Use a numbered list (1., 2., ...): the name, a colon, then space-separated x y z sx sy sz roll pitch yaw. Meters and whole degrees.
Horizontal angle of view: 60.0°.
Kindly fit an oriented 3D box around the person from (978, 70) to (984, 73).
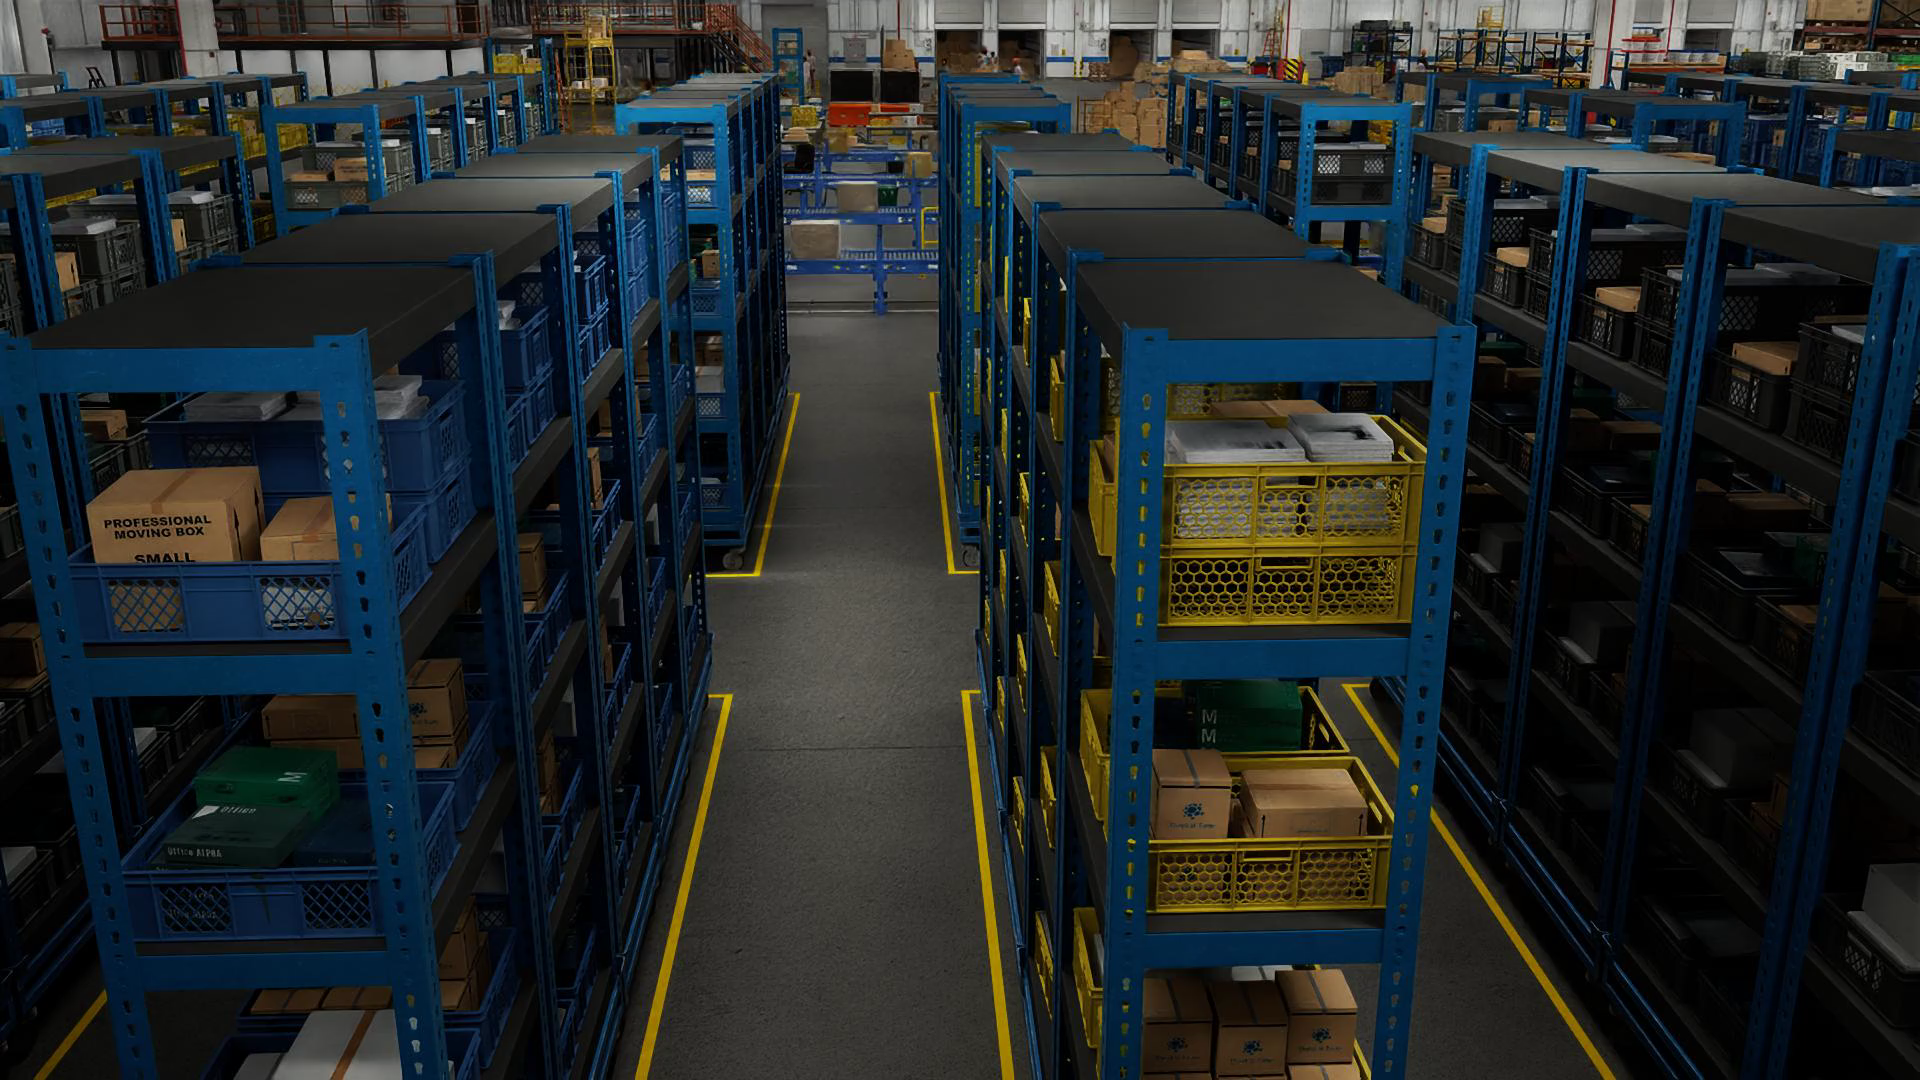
1. person: 0.855 -16.410 61.613 0.930 1.896 0.569 12 22 33

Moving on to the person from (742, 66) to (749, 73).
1. person: -8.441 -17.788 65.871 0.584 1.900 0.606 5 18 14

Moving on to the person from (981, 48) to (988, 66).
1. person: 1.300 -26.410 92.576 0.961 1.904 0.555 4 18 13

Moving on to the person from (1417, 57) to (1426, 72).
1. person: 21.785 -21.862 78.575 0.429 1.846 0.628 1 18 4

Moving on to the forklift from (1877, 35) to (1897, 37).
1. forklift: 44.184 -22.804 79.830 1.129 2.768 1.873 -1 18 -2

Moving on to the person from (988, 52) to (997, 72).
1. person: 1.839 -26.669 93.748 0.543 1.638 0.913 -6 19 -19

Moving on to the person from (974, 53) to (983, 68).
1. person: 1.077 -25.158 88.954 0.547 1.717 0.877 -16 24 -41

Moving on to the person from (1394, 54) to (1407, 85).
1. person: 22.411 -23.749 84.443 0.625 1.827 0.747 -2 18 -7

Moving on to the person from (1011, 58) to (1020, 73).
1. person: 2.433 -19.984 72.485 0.418 2.016 0.654 3 18 10

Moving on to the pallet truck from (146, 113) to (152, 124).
1. pallet truck: -18.087 -8.309 36.390 1.885 1.965 0.823 -1 18 -4

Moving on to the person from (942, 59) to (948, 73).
1. person: -0.697 -20.926 75.633 0.327 1.874 0.520 3 18 8

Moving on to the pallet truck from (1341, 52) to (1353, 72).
1. pallet truck: 18.794 -23.123 82.231 0.823 1.965 1.885 -13 22 -35

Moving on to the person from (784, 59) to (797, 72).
1. person: -8.873 -24.688 87.198 0.643 1.922 0.632 -6 19 -18

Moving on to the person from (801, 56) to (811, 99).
1. person: -7.163 -21.482 77.249 0.355 1.936 0.633 8 20 24

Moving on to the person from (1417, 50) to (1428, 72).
1. person: 23.781 -24.195 85.551 0.612 1.995 0.393 -8 20 -24

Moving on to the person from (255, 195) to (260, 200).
1. person: -8.743 -3.364 21.089 0.612 1.997 0.376 8 20 23

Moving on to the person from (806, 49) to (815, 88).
1. person: -7.856 -24.630 86.898 0.611 1.995 0.375 4 18 12

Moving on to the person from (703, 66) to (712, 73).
1. person: -9.918 -17.512 64.799 1.047 2.000 0.722 3 18 8

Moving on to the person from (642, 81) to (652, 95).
1. person: -10.218 -14.192 54.856 0.980 1.829 0.600 0 18 1

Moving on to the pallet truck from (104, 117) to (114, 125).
1. pallet truck: -18.367 -7.885 35.078 1.885 1.965 0.823 1 18 2
